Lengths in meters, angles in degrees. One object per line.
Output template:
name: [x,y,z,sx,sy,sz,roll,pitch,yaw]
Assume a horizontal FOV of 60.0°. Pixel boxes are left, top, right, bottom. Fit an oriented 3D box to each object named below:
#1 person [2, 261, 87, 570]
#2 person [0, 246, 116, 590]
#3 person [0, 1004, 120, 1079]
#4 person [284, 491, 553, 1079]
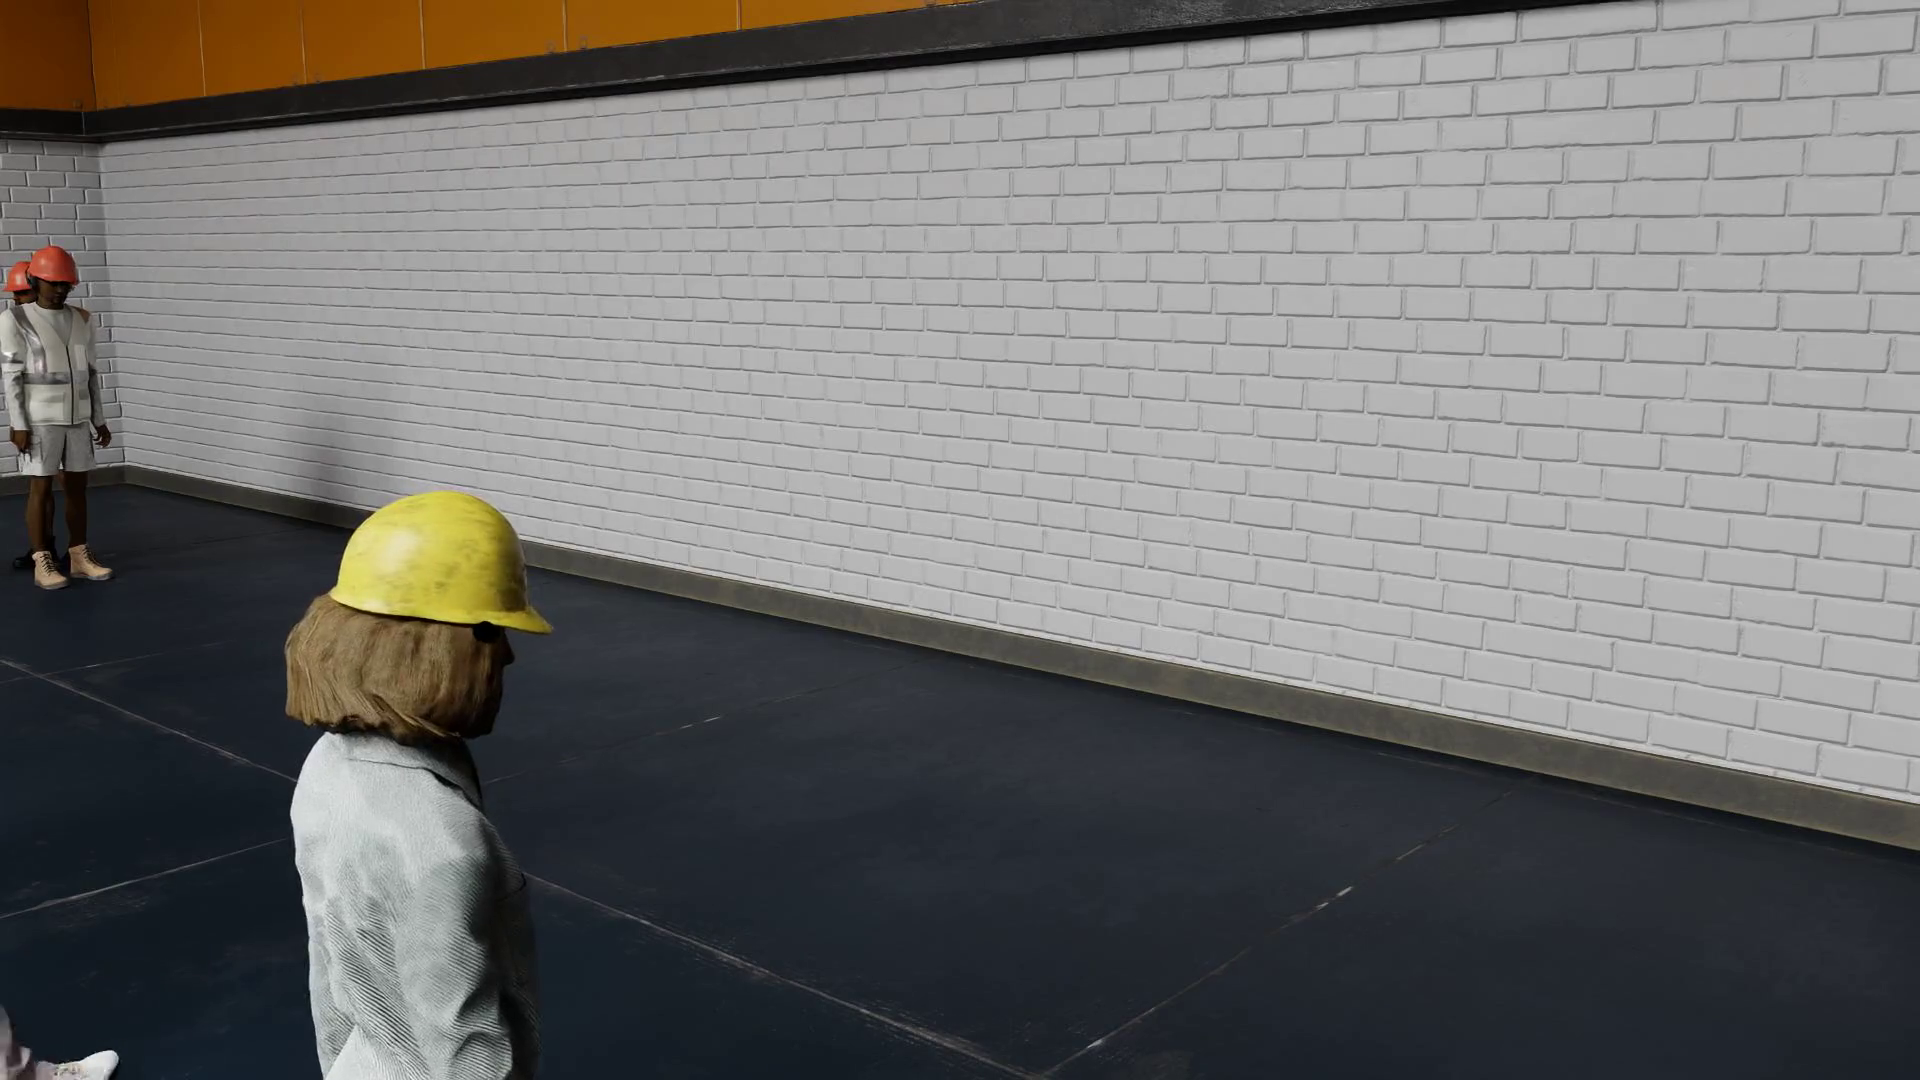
person: [-5.770,-0.772,10.469,0.544,1.939,0.355,3,10,16]
person: [-5.384,-0.731,9.966,0.395,2.033,0.605,5,11,26]
person: [-2.397,0.508,3.502,0.983,1.839,0.697,-8,13,-40]
person: [-0.644,0.803,2.086,0.320,1.734,0.484,-7,12,-35]
